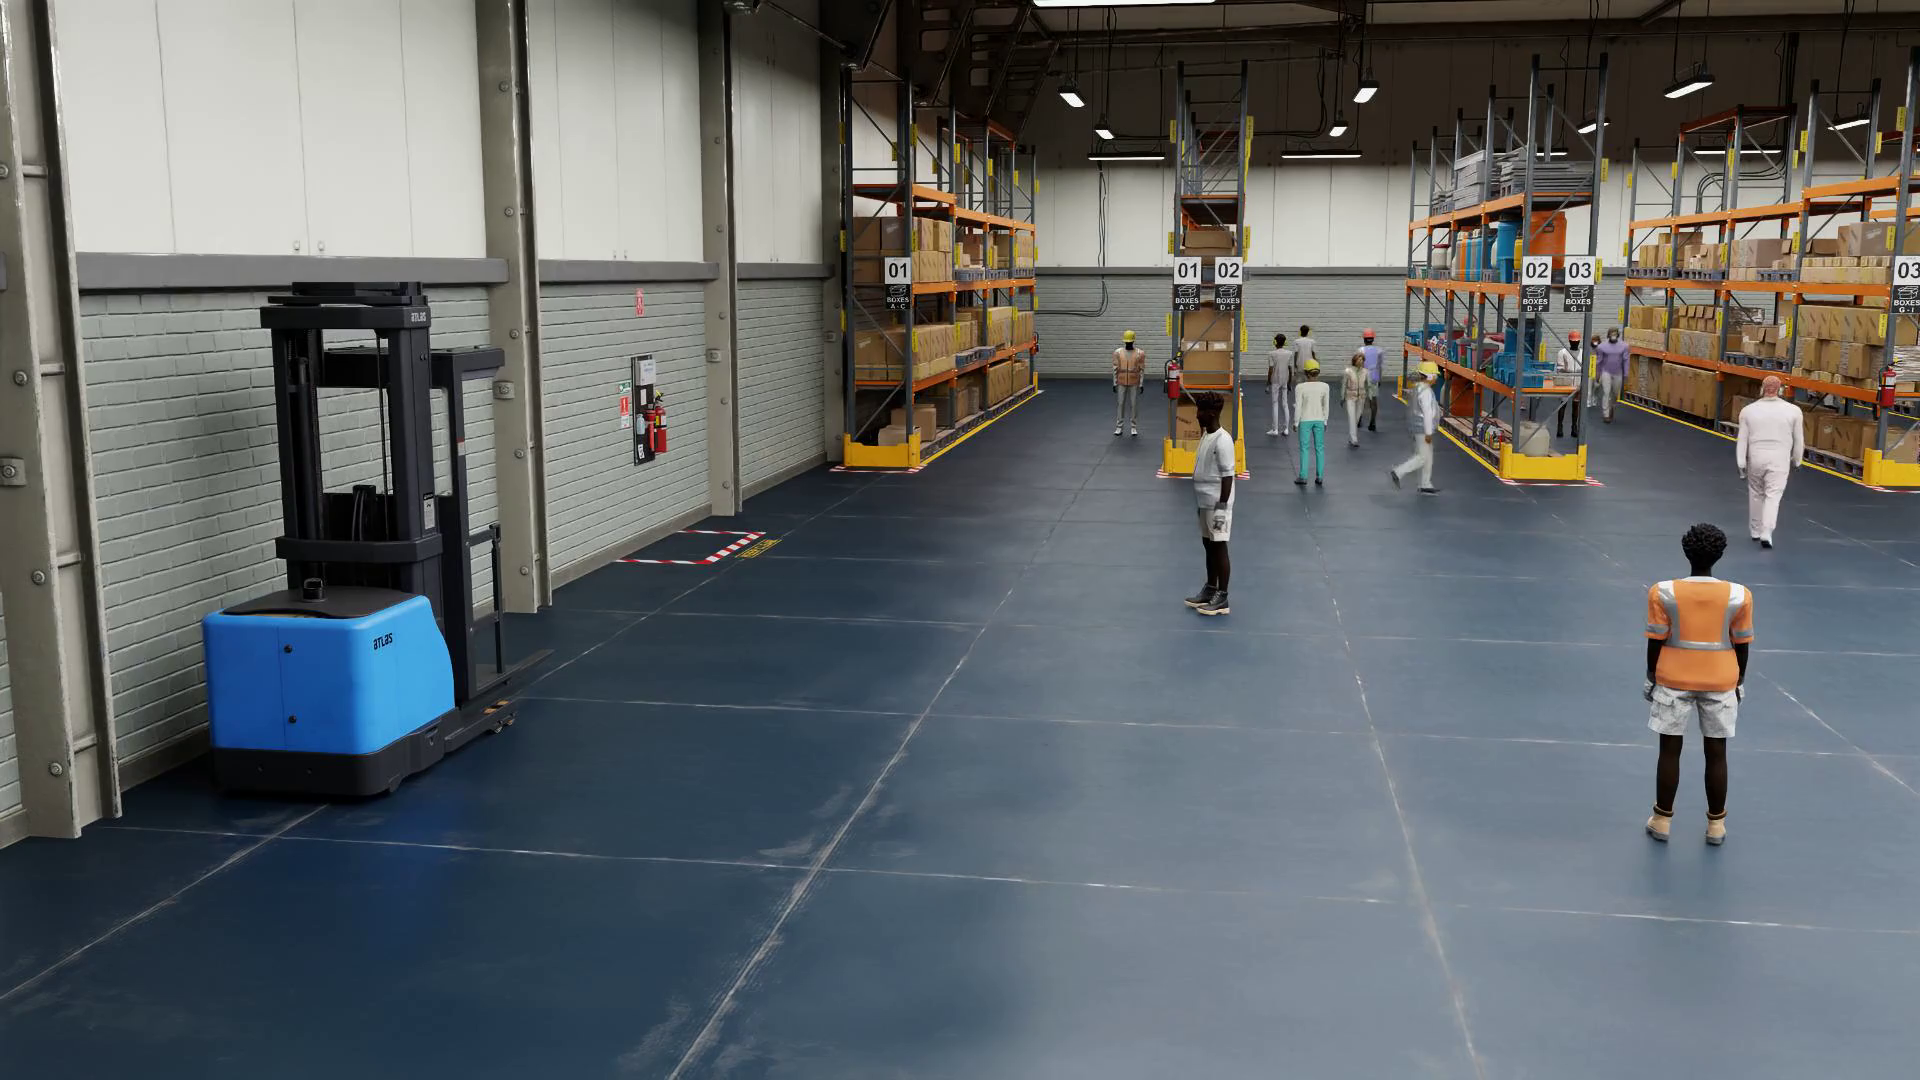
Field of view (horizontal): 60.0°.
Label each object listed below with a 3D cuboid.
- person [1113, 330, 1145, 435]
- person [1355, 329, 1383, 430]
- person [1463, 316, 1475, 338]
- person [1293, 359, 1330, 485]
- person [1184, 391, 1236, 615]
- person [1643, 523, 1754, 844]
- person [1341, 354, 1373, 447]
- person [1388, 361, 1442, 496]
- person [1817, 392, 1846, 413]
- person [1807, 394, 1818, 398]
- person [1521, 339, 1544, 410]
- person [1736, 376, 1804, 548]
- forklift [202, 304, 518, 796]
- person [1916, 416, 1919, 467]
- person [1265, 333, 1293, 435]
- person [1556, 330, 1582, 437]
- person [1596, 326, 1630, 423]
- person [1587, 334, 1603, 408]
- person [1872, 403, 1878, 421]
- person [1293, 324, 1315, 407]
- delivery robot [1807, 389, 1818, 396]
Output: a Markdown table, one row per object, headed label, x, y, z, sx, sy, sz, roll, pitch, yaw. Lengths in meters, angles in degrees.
| label | x | y | z | sx | sy | sz | roll | pitch | yaw |
| --- | --- | --- | --- | --- | --- | --- | --- | --- | --- |
| person | 3.092 | -2.887 | 30.537 | 0.586 | 1.921 | 0.379 | 2 | 9 | 12 |
| person | 7.768 | -3.066 | 31.720 | 0.567 | 1.894 | 0.958 | 0 | 9 | -2 |
| person | 12.200 | -4.357 | 39.593 | 0.640 | 1.939 | 0.951 | 0 | 9 | -2 |
| person | 4.954 | -1.667 | 23.483 | 0.522 | 1.772 | 0.303 | -2 | 9 | -12 |
| person | 2.229 | -0.335 | 14.668 | 0.374 | 1.963 | 0.607 | -1 | 9 | -8 |
| person | 3.877 | 0.754 | 8.773 | 0.532 | 1.696 | 0.319 | 3 | 10 | 16 |
| person | 6.816 | -2.406 | 28.595 | 0.529 | 1.590 | 0.885 | -1 | 9 | -7 |
| person | 6.133 | -1.493 | 22.277 | 0.638 | 1.809 | 0.590 | 2 | 9 | 12 |
| person | 15.769 | -2.689 | 30.110 | 0.536 | 1.670 | 0.772 | 1 | 9 | 8 |
| person | 20.352 | -4.316 | 39.414 | 0.485 | 1.896 | 0.624 | 0 | 9 | 3 |
| person | 12.312 | -3.774 | 36.123 | 0.648 | 1.892 | 0.420 | -1 | 9 | -5 |
| person | 8.897 | -0.869 | 18.300 | 0.642 | 1.862 | 0.992 | 6 | 11 | 34 |
| forklift | -3.673 | -0.038 | 10.147 | 1.129 | 2.768 | 1.873 | 1 | 9 | 9 |
| person | 11.366 | -1.025 | 19.138 | 0.671 | 1.891 | 0.465 | 5 | 10 | 26 |
| person | 5.851 | -2.856 | 30.510 | 0.532 | 1.868 | 0.310 | -3 | 10 | -18 |
| person | 11.125 | -2.843 | 30.217 | 0.550 | 1.935 | 0.376 | 1 | 9 | 7 |
| person | 13.000 | -3.319 | 33.214 | 0.629 | 1.919 | 0.796 | 2 | 9 | 11 |
| person | 14.007 | -3.745 | 36.749 | 0.523 | 1.619 | 0.549 | 3 | 10 | 20 |
| person | 17.913 | -3.171 | 32.357 | 0.595 | 1.902 | 0.618 | 1 | 9 | 9 |
| person | 7.606 | -3.824 | 36.633 | 0.525 | 1.833 | 0.876 | -1 | 9 | -7 |
| delivery robot | 19.907 | -3.530 | 38.552 | 0.477 | 0.478 | 0.707 | 8 | 12 | 39 |
